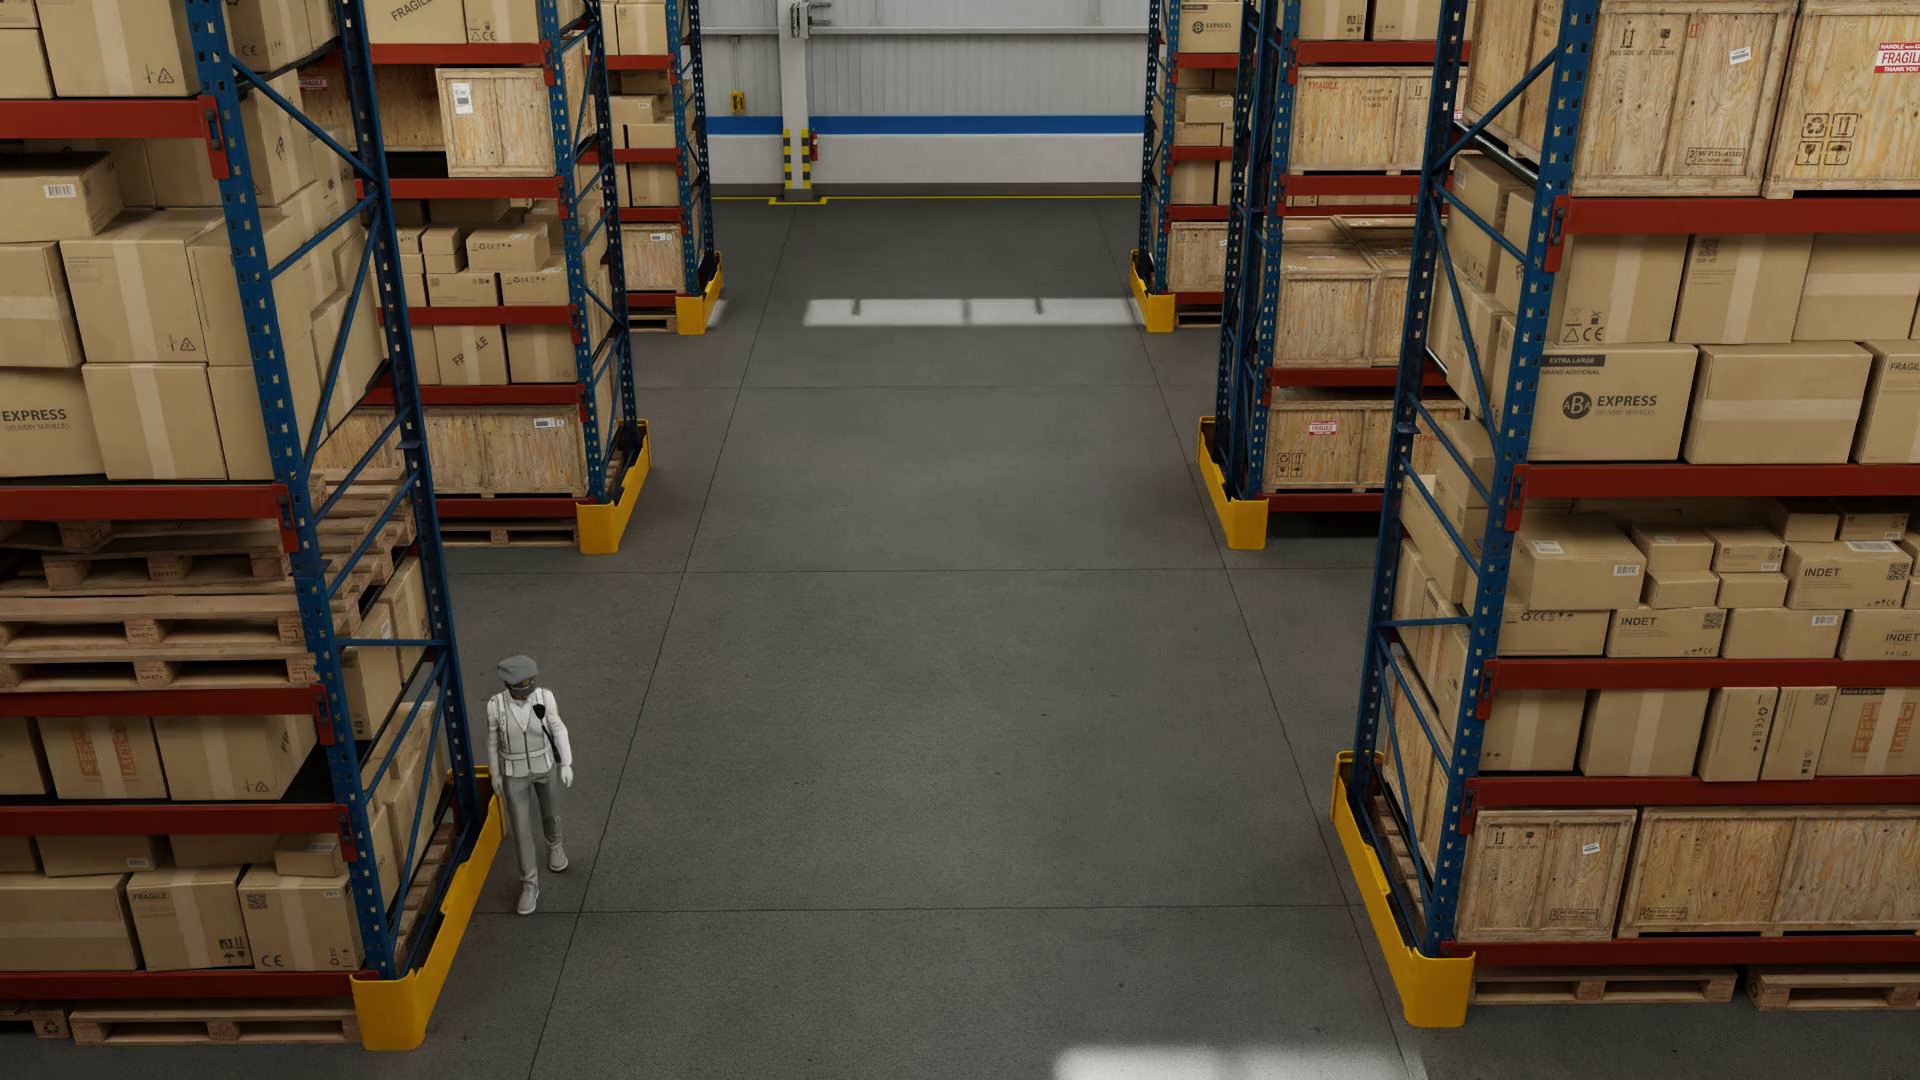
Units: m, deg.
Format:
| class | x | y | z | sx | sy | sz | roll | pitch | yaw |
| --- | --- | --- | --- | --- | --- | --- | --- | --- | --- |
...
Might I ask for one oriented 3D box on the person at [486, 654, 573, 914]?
| class | x | y | z | sx | sy | sz | roll | pitch | yaw |
| --- | --- | --- | --- | --- | --- | --- | --- | --- | --- |
| person | -2.757 | 1.528 | 10.722 | 0.523 | 1.659 | 0.727 | -8 | 26 | -16 |
